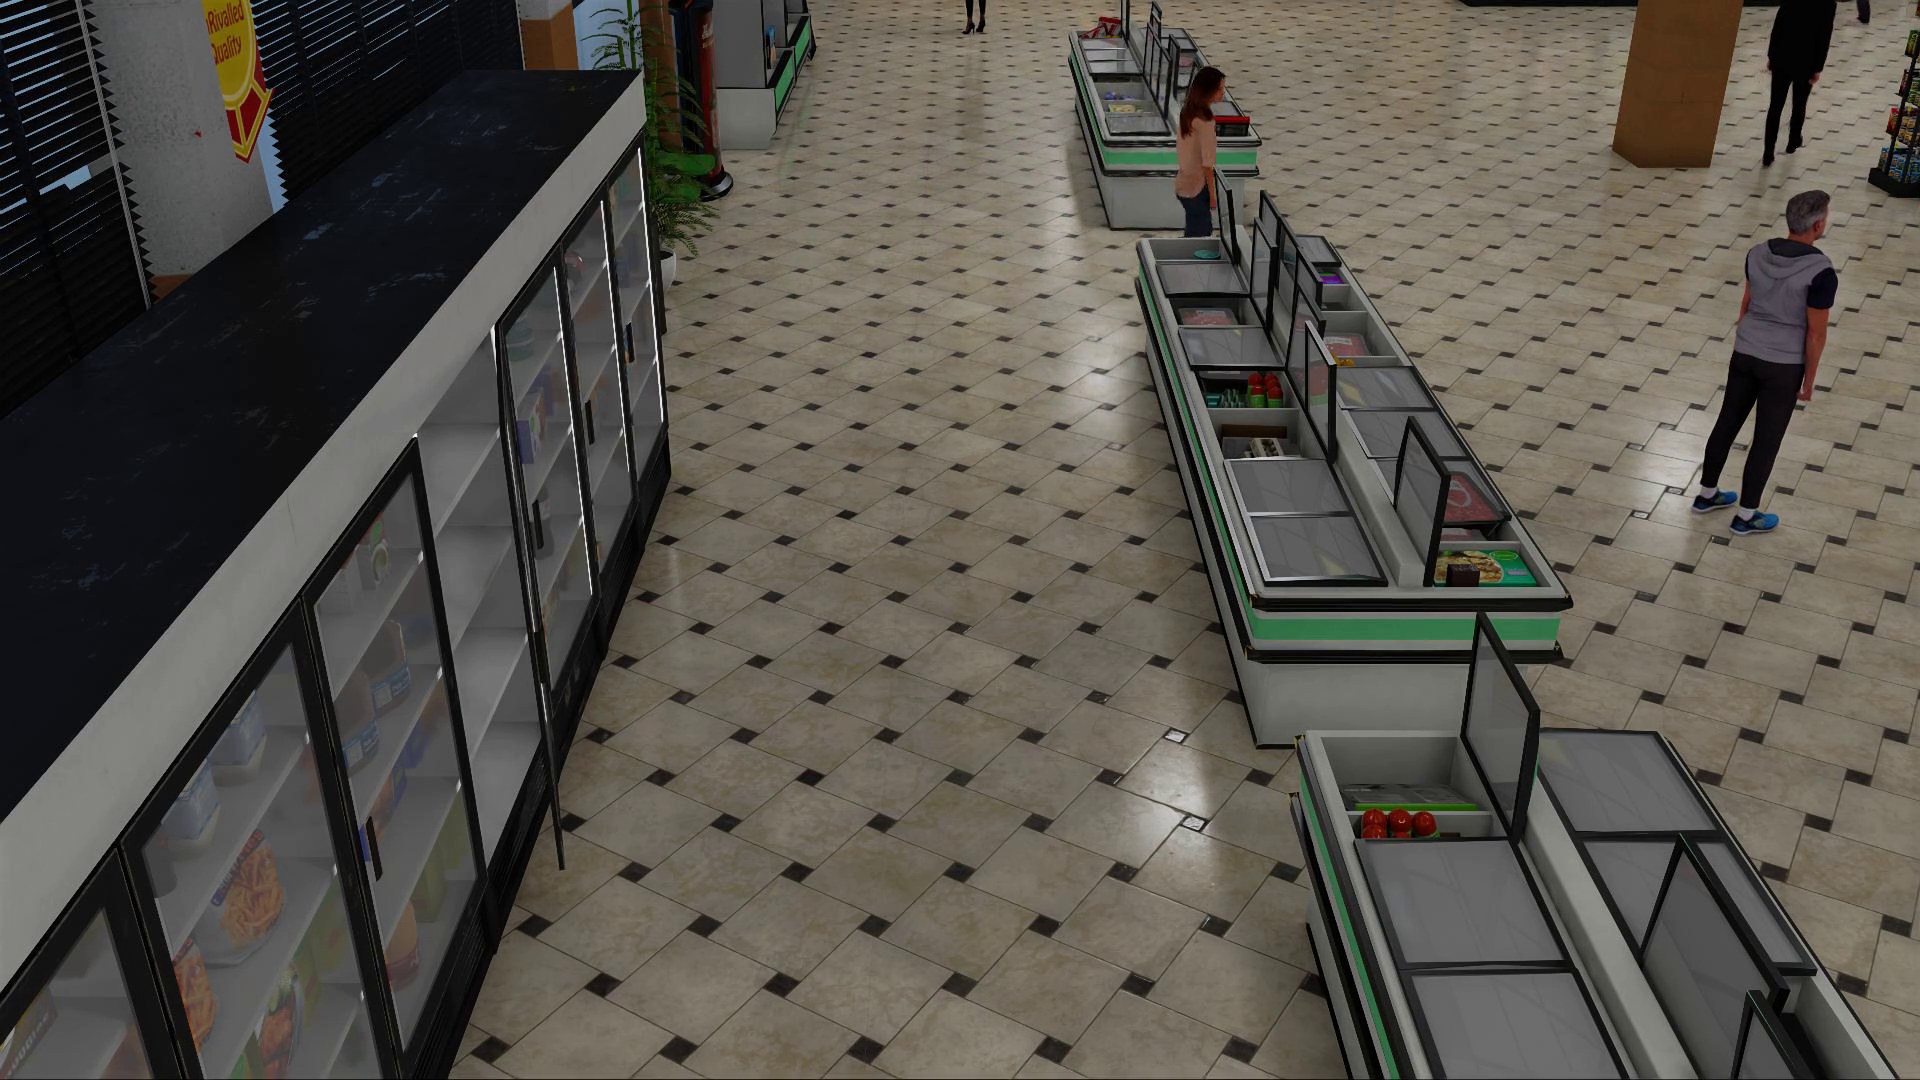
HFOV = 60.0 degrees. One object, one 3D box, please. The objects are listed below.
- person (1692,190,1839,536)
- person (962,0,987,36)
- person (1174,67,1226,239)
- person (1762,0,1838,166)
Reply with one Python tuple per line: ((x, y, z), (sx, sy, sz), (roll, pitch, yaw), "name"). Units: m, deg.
((4.222, -0.931, 8.713), (0.816, 1.825, 0.676), (-13, 30, -24), "person")
((0.181, -7.621, 21.895), (0.669, 1.835, 0.702), (-19, 33, -33), "person")
((1.573, -2.446, 11.771), (0.686, 1.763, 0.607), (-6, 27, -11), "person")
((7.813, -4.445, 15.614), (1.085, 1.852, 1.221), (17, 32, 30), "person")
